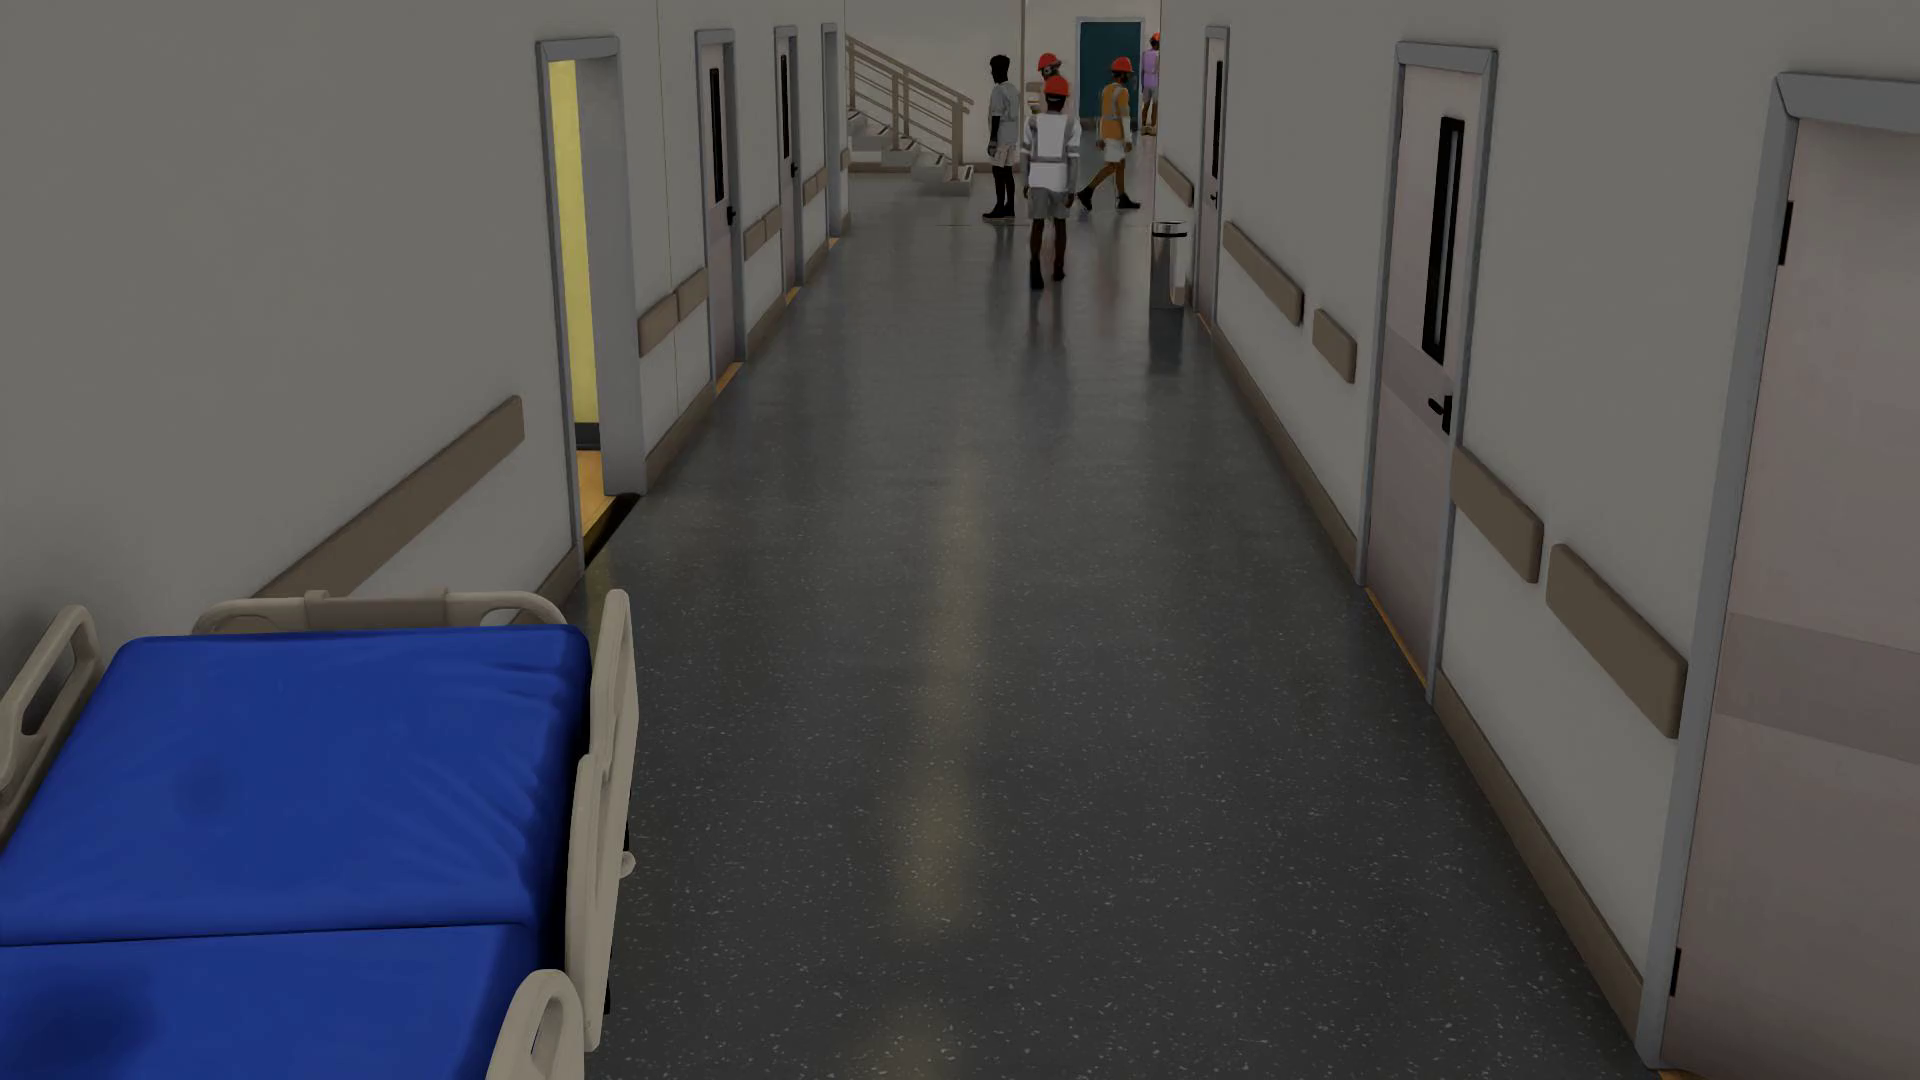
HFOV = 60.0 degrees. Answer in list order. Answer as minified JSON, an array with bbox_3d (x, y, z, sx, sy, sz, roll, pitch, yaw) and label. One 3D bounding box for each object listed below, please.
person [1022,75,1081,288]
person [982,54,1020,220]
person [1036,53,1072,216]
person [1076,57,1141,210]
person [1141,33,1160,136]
[{"bbox_3d":[0.821,-3.268,15.215,0.547,1.901,0.928,2,18,7],"label":"person"},{"bbox_3d":[0.512,-4.865,20.137,0.389,1.951,0.615,8,19,24],"label":"person"},{"bbox_3d":[1.150,-4.951,20.386,0.571,1.955,0.649,13,22,35],"label":"person"},{"bbox_3d":[1.889,-5.124,21.035,0.880,1.908,0.552,-6,19,-19],"label":"person"},{"bbox_3d":[3.943,-9.246,33.776,0.410,2.031,0.613,-17,24,-42],"label":"person"}]
